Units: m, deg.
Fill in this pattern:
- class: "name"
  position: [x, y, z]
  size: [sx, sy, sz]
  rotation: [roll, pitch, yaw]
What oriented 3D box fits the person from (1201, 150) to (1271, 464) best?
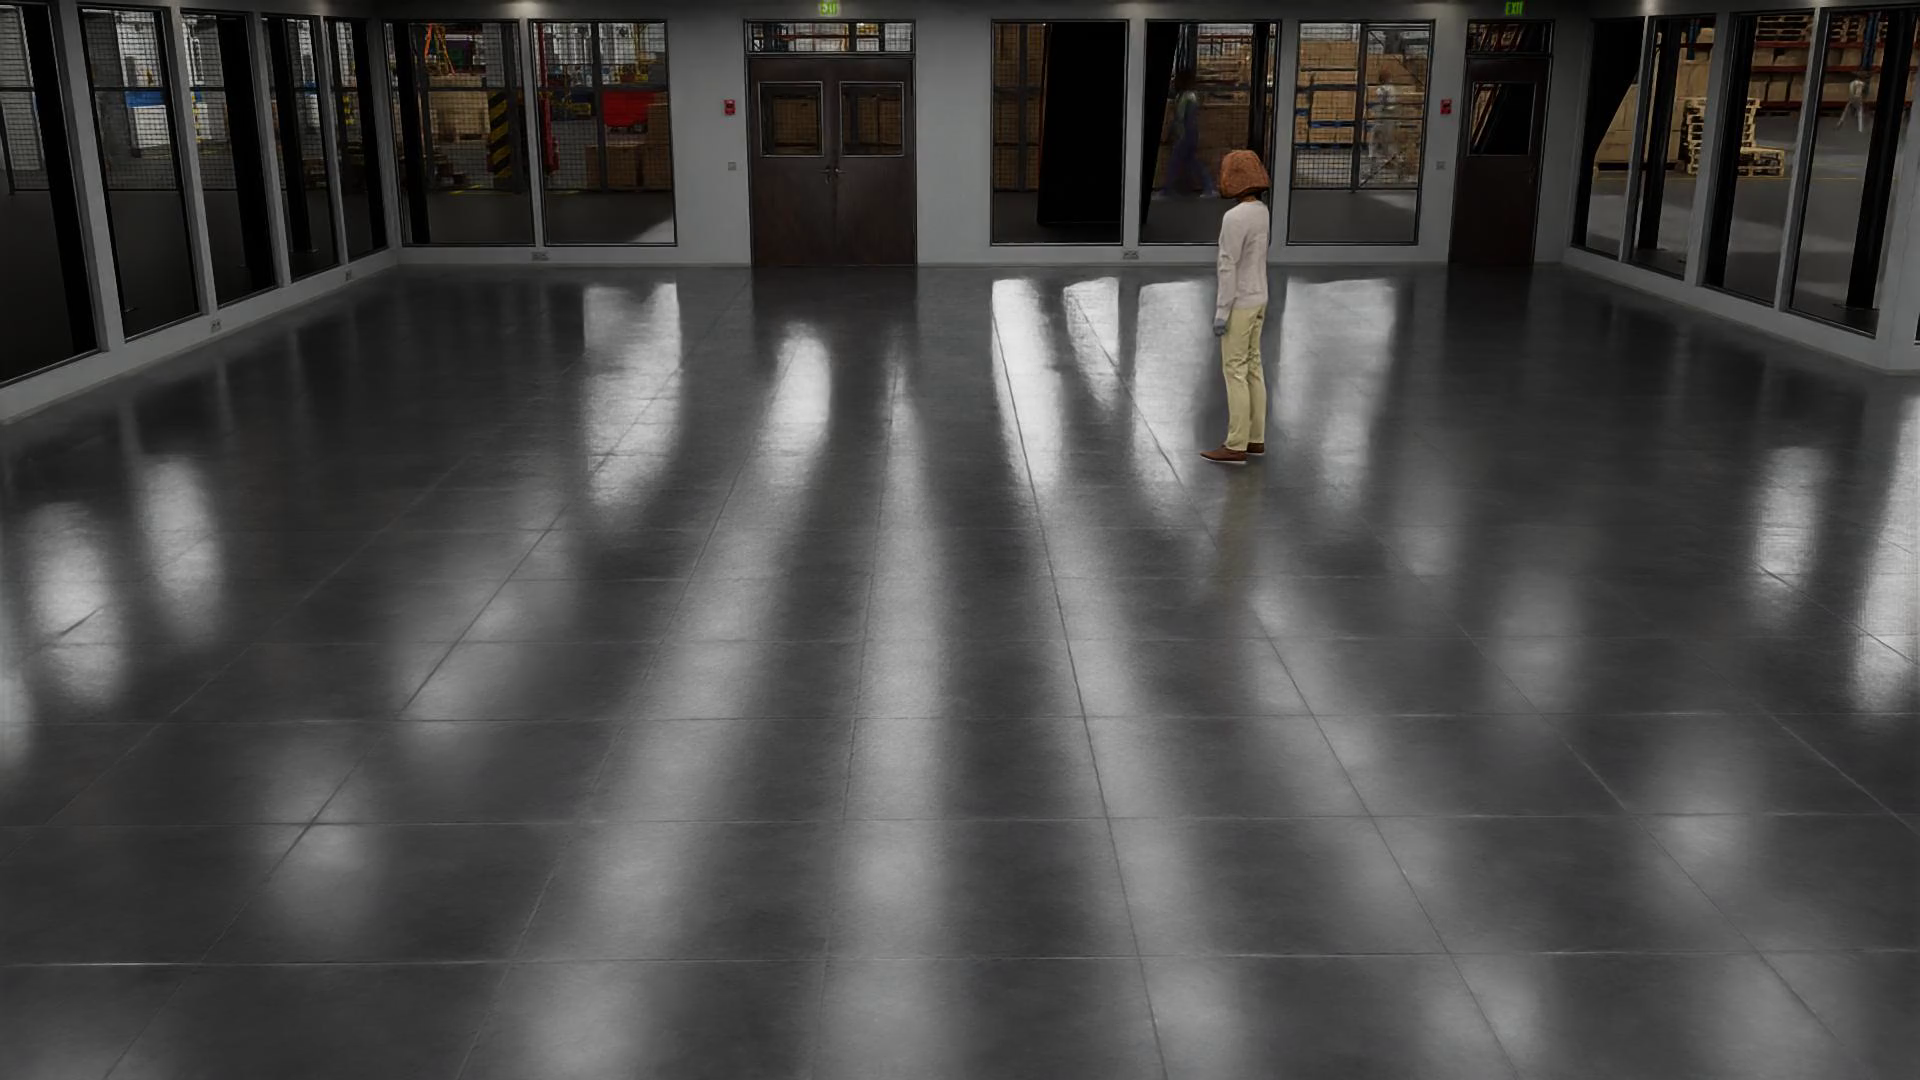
- class: "person"
  position: [1.472, -1.217, 8.740]
  size: [0.279, 1.624, 0.494]
  rotation: [9, 18, 27]
